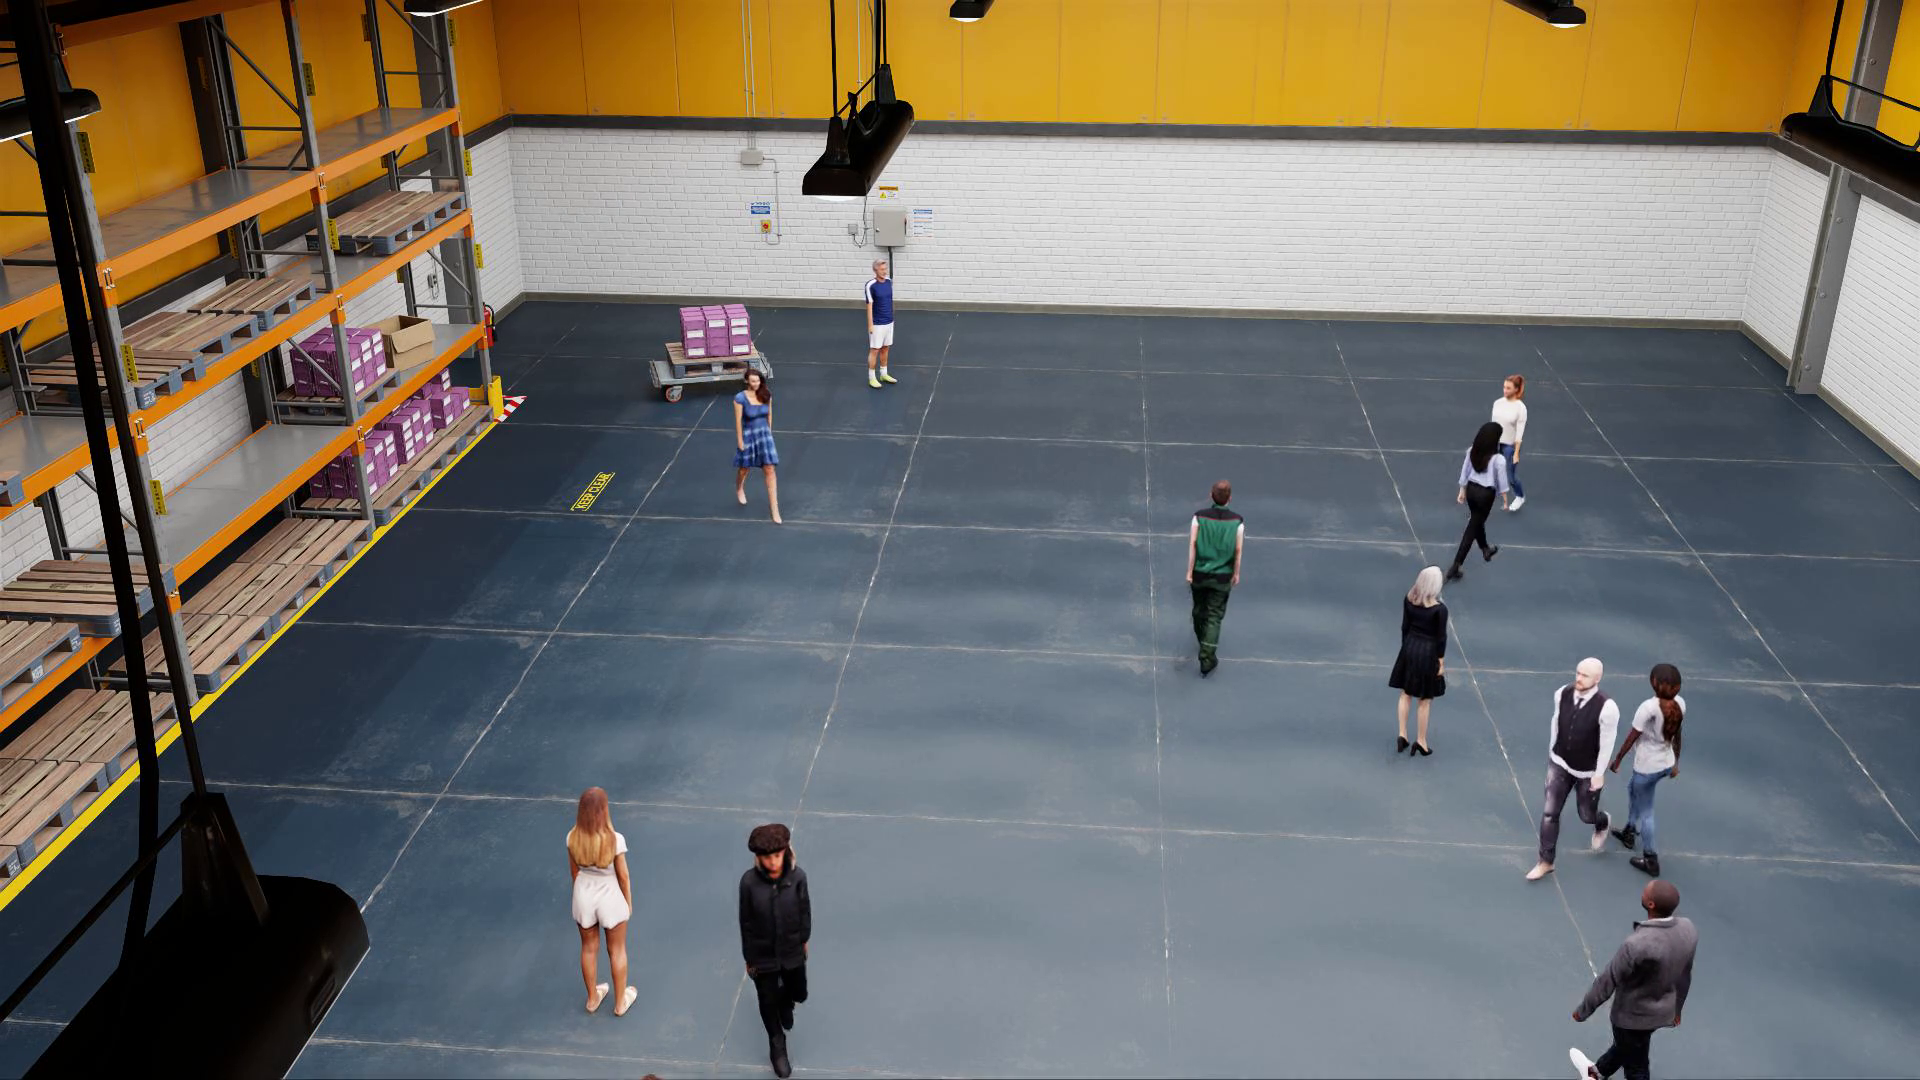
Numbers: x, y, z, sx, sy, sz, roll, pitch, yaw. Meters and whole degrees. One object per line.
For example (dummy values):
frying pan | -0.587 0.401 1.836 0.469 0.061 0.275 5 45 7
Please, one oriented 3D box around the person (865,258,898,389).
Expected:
person | -1.119 -3.079 23.424 0.783 1.837 0.683 19 30 36

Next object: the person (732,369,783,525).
person | -2.381 -1.097 18.984 1.063 1.762 1.228 -13 27 -28

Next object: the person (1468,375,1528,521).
person | 6.268 -1.047 18.968 1.123 1.683 1.111 -16 28 -33

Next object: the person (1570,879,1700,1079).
person | 4.108 2.879 9.866 1.077 1.779 1.224 -11 26 -24

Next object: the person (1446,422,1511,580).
person | 5.377 -0.371 17.398 1.169 1.702 1.135 -17 29 -34

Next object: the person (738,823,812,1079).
person | -1.197 2.554 10.626 0.807 1.765 0.955 -7 25 -16

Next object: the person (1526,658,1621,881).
person | 4.697 1.705 12.526 1.202 1.800 1.133 -18 30 -36

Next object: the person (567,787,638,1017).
person | -2.400 2.405 11.058 0.576 1.693 0.541 3 24 6

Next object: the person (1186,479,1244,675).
person | 2.345 0.368 15.609 0.788 1.780 1.161 7 25 15

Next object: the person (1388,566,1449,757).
person | 3.928 1.023 14.153 0.754 1.747 0.700 -20 30 -38

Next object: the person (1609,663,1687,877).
person | 5.272 1.759 12.522 0.837 1.703 0.929 -13 27 -27
